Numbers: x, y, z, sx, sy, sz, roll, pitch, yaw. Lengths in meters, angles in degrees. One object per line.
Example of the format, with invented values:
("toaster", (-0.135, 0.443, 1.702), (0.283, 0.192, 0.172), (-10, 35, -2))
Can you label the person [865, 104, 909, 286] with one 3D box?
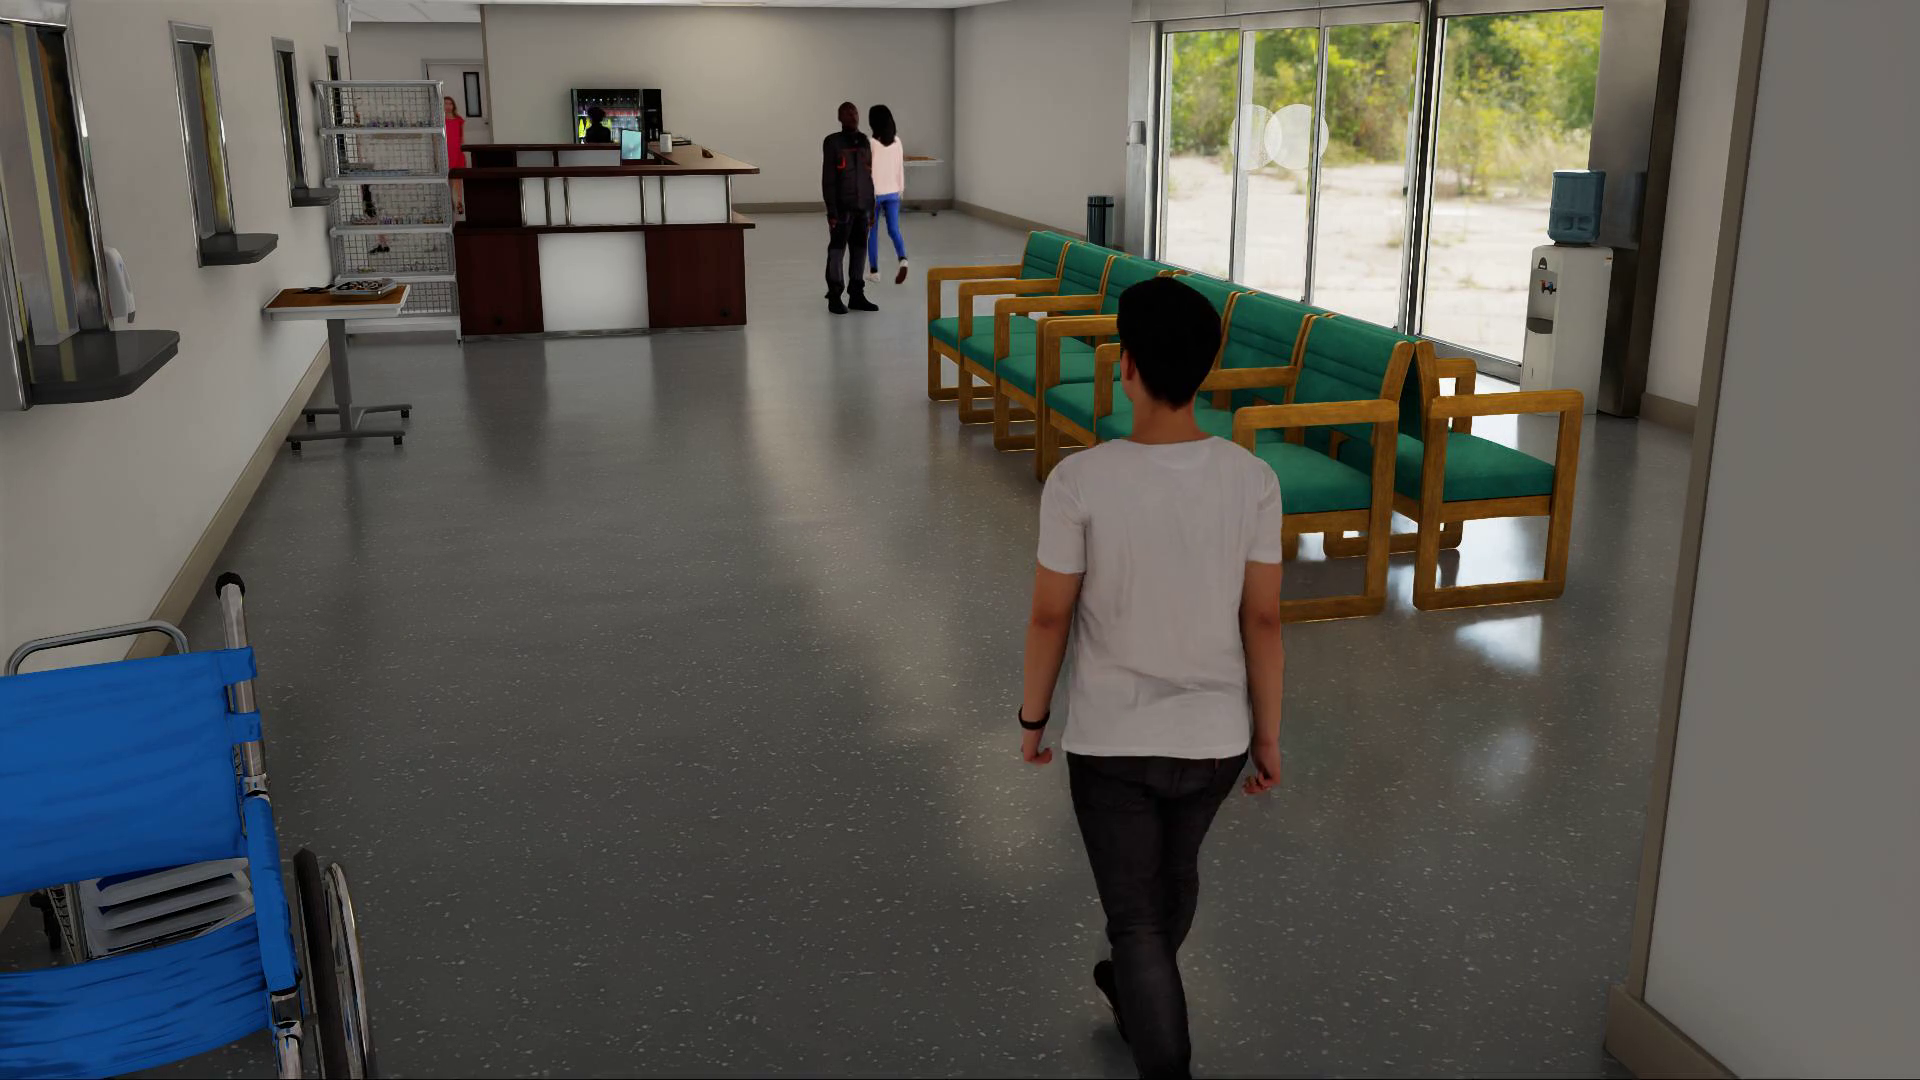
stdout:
("person", (-0.718, -3.360, 16.345), (1.096, 1.742, 0.825), (-7, 17, -23))

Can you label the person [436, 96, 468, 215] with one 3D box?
("person", (-7.600, -5.725, 24.838), (0.999, 1.685, 0.744), (-6, 17, -21))

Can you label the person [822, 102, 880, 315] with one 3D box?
("person", (-0.994, -2.958, 14.767), (0.682, 1.826, 0.837), (-12, 20, -36))

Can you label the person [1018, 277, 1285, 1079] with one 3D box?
("person", (0.387, 0.388, 3.160), (1.033, 1.684, 0.749), (-3, 16, -11))

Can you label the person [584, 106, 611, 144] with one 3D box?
("person", (-4.644, -4.784, 21.599), (0.819, 1.632, 0.787), (14, 21, 40))
